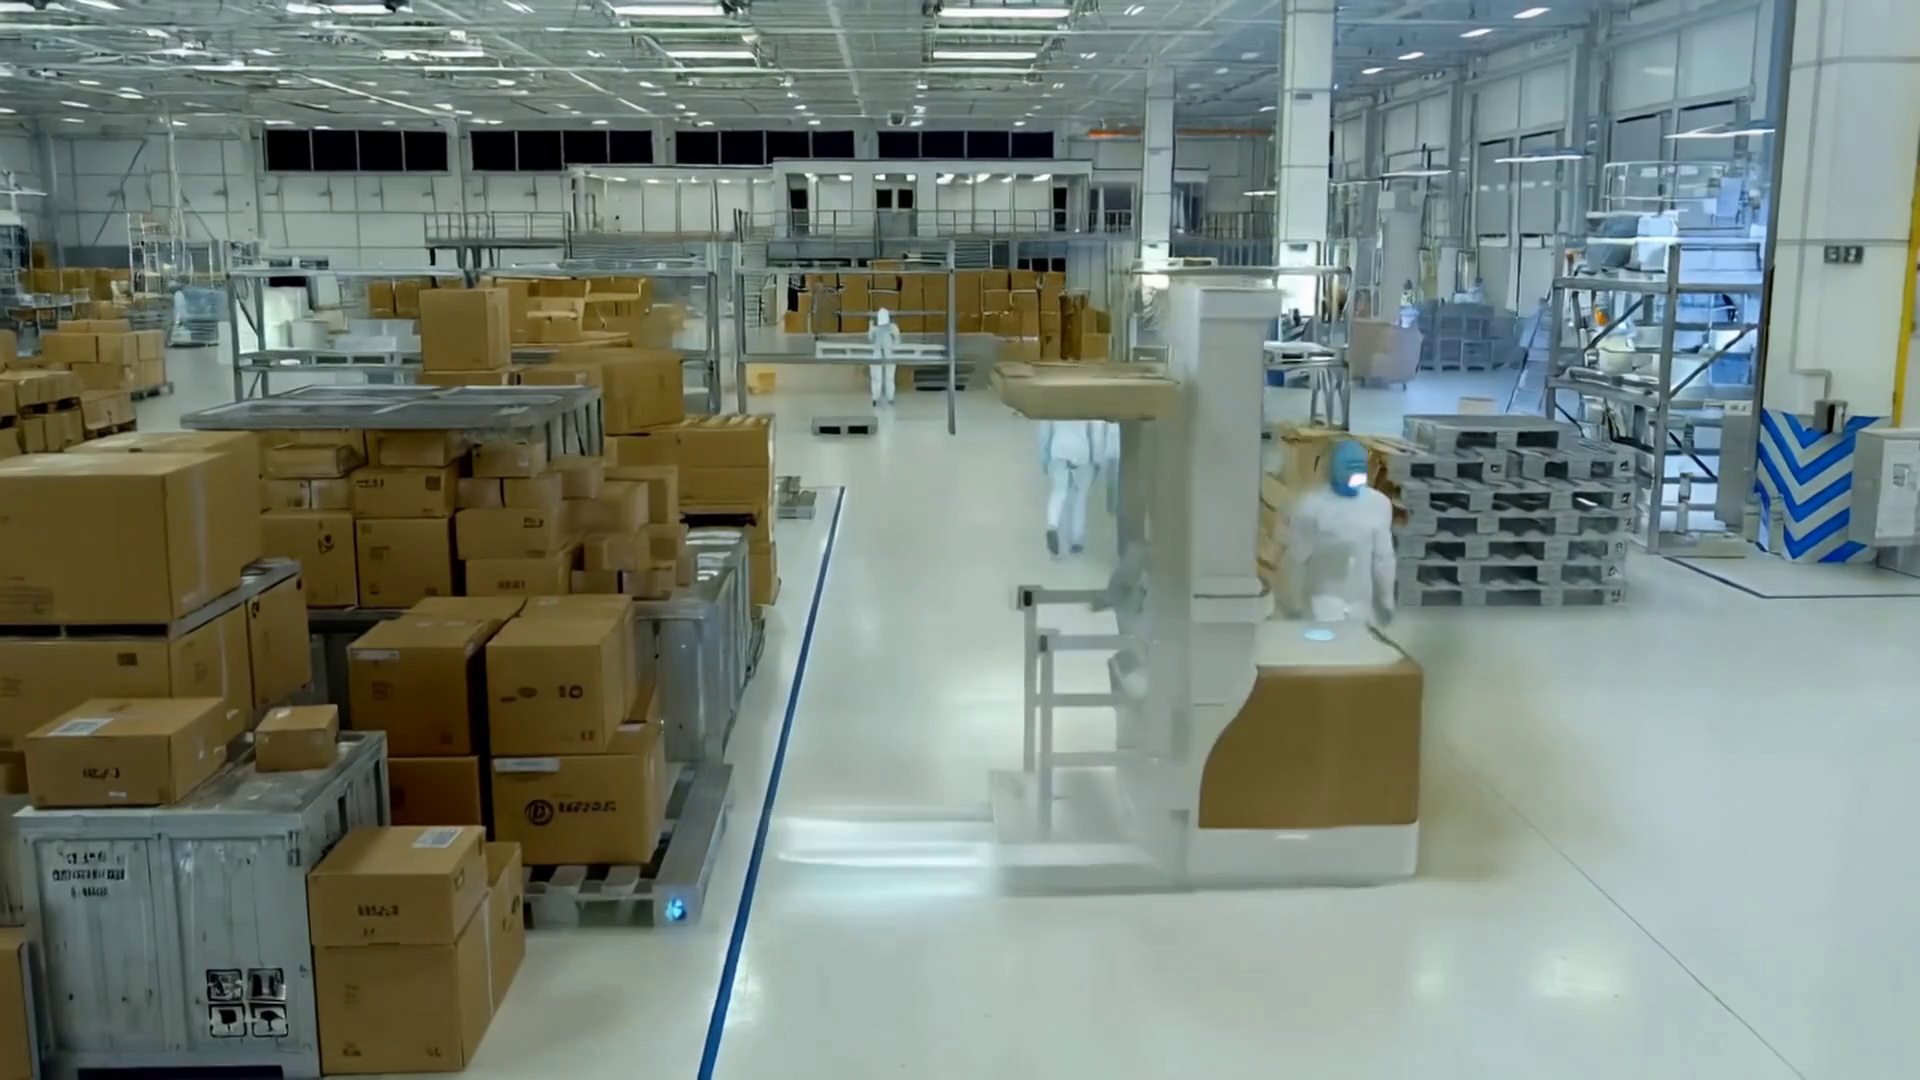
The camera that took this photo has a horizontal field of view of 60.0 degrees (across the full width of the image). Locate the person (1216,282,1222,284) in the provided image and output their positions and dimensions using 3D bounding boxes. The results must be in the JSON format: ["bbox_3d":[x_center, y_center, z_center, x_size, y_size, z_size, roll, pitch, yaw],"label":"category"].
[{"bbox_3d":[8.026,-7.069,51.391,0.946,1.801,0.652,-7,12,-33],"label":"person"}]

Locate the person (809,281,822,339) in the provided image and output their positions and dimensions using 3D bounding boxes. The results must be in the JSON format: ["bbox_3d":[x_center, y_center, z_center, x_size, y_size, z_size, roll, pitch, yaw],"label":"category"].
[{"bbox_3d":[-4.547,-7.203,52.067,0.374,1.831,0.626,0,10,-3],"label":"person"}]

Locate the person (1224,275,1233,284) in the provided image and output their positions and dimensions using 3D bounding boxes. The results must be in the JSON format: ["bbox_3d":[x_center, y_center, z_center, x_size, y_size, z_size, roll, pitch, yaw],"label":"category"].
[{"bbox_3d":[9.340,-8.440,58.474,0.470,1.982,0.624,5,11,25],"label":"person"}]

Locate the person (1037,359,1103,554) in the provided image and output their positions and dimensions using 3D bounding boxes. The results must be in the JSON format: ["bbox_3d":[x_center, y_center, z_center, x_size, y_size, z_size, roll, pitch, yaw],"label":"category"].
[{"bbox_3d":[1.049,-0.778,16.002,0.633,1.921,0.690,3,11,16],"label":"person"}]

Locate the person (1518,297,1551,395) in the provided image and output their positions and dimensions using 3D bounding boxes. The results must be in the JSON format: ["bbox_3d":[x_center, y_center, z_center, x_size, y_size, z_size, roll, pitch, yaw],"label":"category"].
[{"bbox_3d":[11.507,-3.849,33.089,1.055,1.941,0.628,-8,13,-39],"label":"person"}]

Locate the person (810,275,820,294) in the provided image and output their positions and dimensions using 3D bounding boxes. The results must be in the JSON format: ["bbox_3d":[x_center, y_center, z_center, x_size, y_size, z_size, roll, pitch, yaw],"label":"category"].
[{"bbox_3d":[-4.973,-8.253,57.724,1.006,1.904,0.626,-5,11,-24],"label":"person"}]

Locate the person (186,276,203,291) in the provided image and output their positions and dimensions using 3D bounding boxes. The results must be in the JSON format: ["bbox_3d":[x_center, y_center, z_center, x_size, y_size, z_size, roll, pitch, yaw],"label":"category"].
[{"bbox_3d":[-26.200,-8.115,57.010,0.597,1.869,0.595,0,10,2],"label":"person"}]

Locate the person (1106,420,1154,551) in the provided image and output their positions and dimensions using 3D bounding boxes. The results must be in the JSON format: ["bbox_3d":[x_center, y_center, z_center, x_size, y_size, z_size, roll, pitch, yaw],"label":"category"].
[{"bbox_3d":[1.542,-0.396,14.160,0.535,1.828,0.584,-5,11,-24],"label":"person"}]

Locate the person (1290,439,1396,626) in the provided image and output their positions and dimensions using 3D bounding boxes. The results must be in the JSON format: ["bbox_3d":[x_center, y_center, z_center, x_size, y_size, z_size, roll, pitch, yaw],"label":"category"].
[{"bbox_3d":[2.243,0.323,9.944,0.646,1.905,0.983,-3,11,-15],"label":"person"}]

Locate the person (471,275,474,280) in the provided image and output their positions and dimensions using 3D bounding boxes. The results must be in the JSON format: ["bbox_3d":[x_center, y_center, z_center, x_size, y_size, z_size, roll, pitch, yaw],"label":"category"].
[{"bbox_3d":[-16.518,-8.149,56.718,0.707,2.000,0.545,2,10,11],"label":"person"}]

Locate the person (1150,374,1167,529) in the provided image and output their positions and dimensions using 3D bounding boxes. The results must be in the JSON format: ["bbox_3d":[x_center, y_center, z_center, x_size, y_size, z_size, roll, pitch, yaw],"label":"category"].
[{"bbox_3d":[1.963,-0.775,16.495,0.503,1.725,0.422,1,10,7],"label":"person"}]

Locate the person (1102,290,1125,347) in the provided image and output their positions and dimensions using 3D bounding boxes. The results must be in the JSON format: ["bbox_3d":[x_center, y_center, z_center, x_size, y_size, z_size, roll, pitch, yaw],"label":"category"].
[{"bbox_3d":[4.543,-6.396,48.033,0.888,1.643,0.547,-2,10,-12],"label":"person"}]

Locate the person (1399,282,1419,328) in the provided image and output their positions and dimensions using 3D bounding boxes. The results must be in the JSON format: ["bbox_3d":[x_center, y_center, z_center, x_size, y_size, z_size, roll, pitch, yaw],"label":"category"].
[{"bbox_3d":[12.381,-6.168,45.982,0.550,1.935,0.376,9,14,42],"label":"person"}]

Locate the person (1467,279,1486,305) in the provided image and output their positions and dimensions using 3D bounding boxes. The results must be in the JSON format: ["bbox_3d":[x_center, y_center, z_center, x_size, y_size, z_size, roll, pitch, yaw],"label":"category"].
[{"bbox_3d":[15.458,-6.844,49.794,0.593,1.911,0.411,-1,10,-7],"label":"person"}]

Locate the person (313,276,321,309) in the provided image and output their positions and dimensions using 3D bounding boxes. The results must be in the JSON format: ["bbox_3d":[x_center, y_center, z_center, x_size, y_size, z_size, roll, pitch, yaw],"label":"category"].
[{"bbox_3d":[-25.260,-9.575,65.427,0.311,1.768,0.532,-7,12,-35],"label":"person"}]

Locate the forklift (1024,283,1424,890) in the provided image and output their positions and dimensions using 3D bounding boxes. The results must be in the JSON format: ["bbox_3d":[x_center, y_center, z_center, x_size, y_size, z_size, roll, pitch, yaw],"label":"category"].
[{"bbox_3d":[1.220,0.166,8.053,1.873,2.768,1.129,0,10,-2],"label":"forklift"}]

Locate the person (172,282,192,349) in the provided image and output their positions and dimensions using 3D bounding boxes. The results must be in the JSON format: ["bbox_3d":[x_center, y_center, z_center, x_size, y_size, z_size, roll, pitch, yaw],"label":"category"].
[{"bbox_3d":[-22.079,-6.365,47.180,0.445,1.901,0.572,-4,11,-21],"label":"person"}]

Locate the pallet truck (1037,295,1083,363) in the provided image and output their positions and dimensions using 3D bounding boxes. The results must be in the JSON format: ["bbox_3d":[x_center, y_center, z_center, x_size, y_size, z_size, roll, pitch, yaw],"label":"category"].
[{"bbox_3d":[2.483,-3.881,33.060,1.885,1.965,0.823,-7,13,-36],"label":"pallet truck"}]

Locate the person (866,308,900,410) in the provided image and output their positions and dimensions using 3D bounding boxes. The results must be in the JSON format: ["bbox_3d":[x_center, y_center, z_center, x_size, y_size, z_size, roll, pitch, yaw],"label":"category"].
[{"bbox_3d":[-1.398,-3.281,30.157,0.626,1.844,0.429,1,10,4],"label":"person"}]

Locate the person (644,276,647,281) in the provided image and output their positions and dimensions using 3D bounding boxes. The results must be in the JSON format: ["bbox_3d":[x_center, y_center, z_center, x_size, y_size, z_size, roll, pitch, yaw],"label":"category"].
[{"bbox_3d":[-10.197,-7.611,53.787,0.601,2.019,0.613,-8,13,-39],"label":"person"}]

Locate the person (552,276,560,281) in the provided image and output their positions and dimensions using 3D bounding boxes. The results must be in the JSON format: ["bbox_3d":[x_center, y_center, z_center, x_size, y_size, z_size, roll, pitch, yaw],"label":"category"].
[{"bbox_3d":[-14.508,-8.684,60.010,0.594,1.925,0.369,7,12,33],"label":"person"}]
